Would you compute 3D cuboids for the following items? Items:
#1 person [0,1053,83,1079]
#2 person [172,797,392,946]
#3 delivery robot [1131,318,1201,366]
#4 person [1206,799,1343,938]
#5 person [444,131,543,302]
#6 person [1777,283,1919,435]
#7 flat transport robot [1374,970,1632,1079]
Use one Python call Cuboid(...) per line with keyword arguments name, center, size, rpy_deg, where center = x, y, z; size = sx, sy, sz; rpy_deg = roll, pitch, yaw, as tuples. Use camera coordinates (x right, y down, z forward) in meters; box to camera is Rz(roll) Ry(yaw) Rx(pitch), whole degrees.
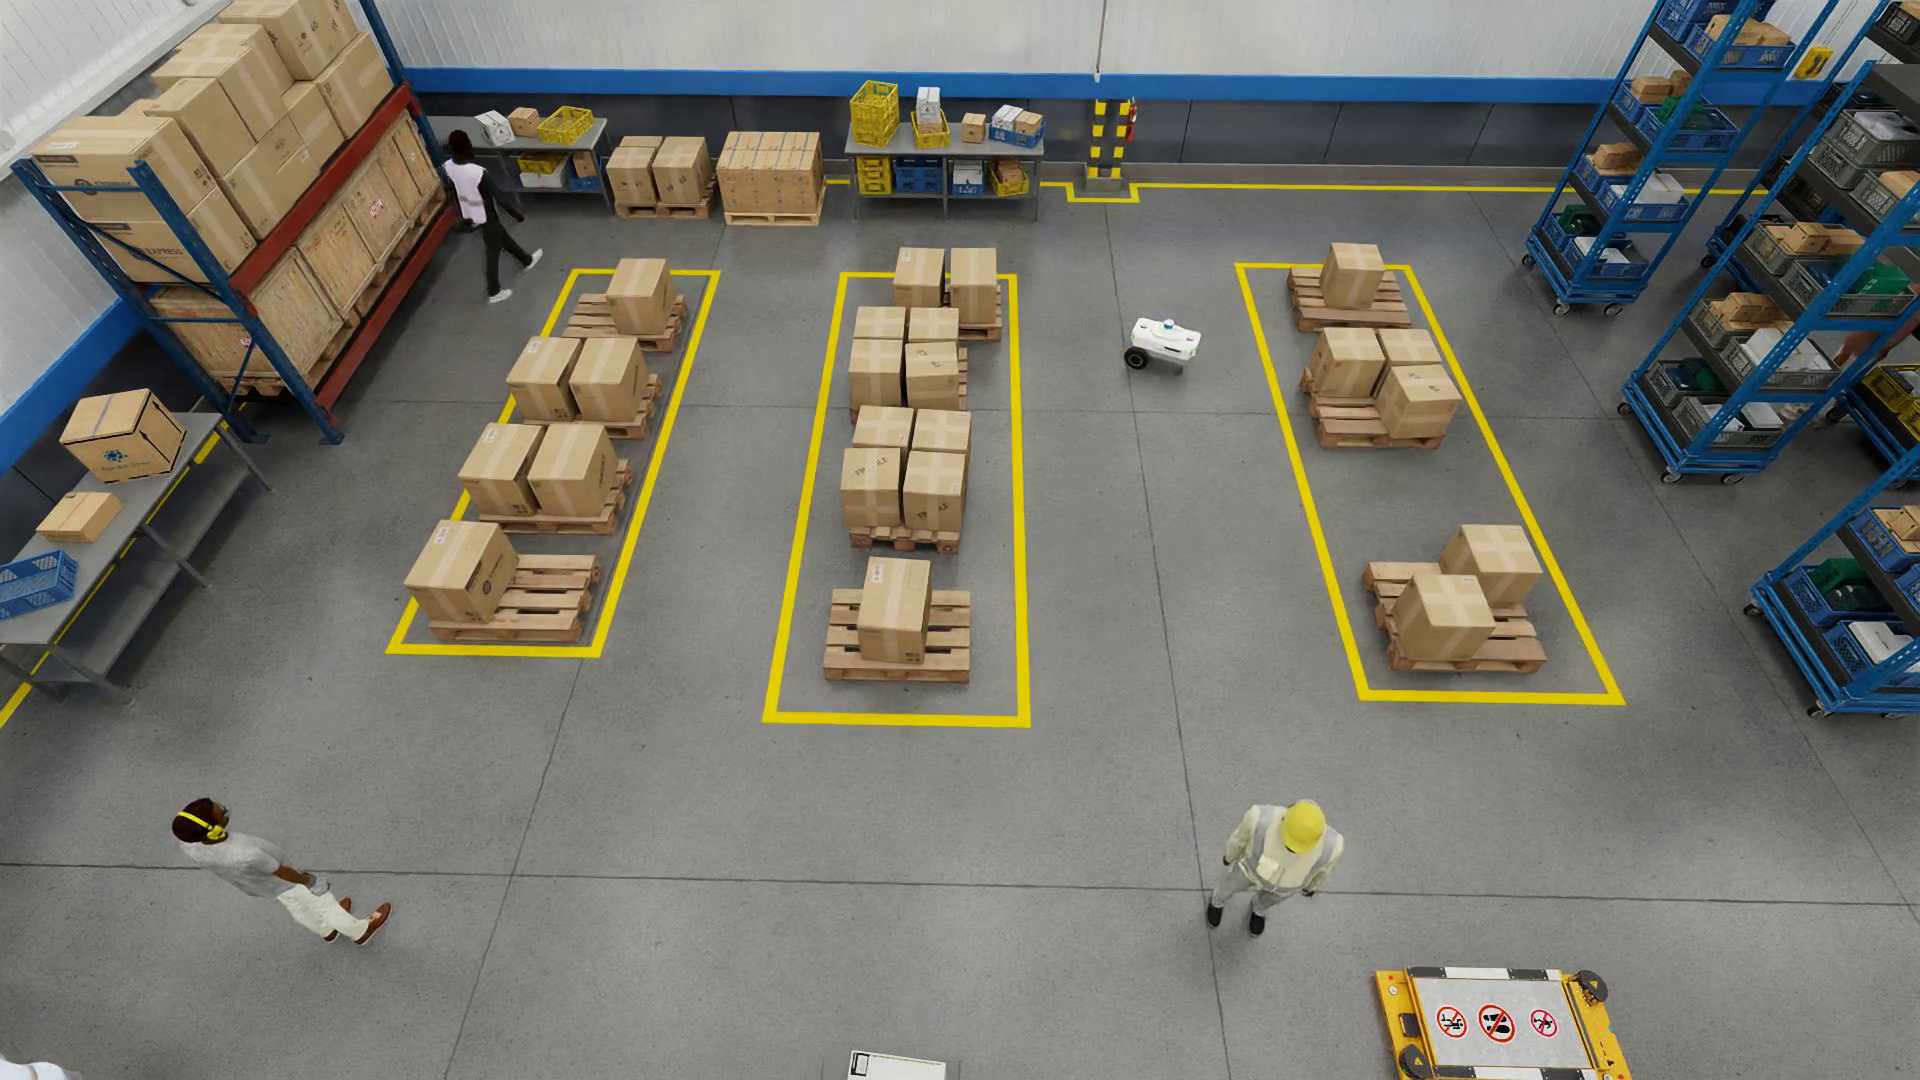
Cuboid(name="person", center=(-5.059, 3.094, 5.032), size=(0.532, 1.697, 0.319), rpy_deg=(32, 57, 23))
Cuboid(name="person", center=(-4.266, 2.104, 5.732), size=(0.549, 1.865, 0.311), rpy_deg=(7, 51, 5))
Cuboid(name="delivery robot", center=(2.246, -2.183, 10.007), size=(0.707, 0.478, 0.477), rpy_deg=(20, 54, 15))
Cuboid(name="person", center=(1.963, 2.073, 5.785), size=(0.602, 1.824, 0.403), rpy_deg=(16, 53, 13))
Cuboid(name="person", center=(-5.407, -3.731, 10.488), size=(0.592, 1.866, 1.008), rpy_deg=(25, 55, 19))
Cuboid(name="person", center=(8.816, -1.865, 8.884), size=(0.613, 1.995, 0.390), rpy_deg=(-11, 52, -9))
Cuboid(name="flat transport robot", center=(3.501, 3.133, 5.914), size=(1.431, 0.197, 0.652), rpy_deg=(1, 51, 1))
